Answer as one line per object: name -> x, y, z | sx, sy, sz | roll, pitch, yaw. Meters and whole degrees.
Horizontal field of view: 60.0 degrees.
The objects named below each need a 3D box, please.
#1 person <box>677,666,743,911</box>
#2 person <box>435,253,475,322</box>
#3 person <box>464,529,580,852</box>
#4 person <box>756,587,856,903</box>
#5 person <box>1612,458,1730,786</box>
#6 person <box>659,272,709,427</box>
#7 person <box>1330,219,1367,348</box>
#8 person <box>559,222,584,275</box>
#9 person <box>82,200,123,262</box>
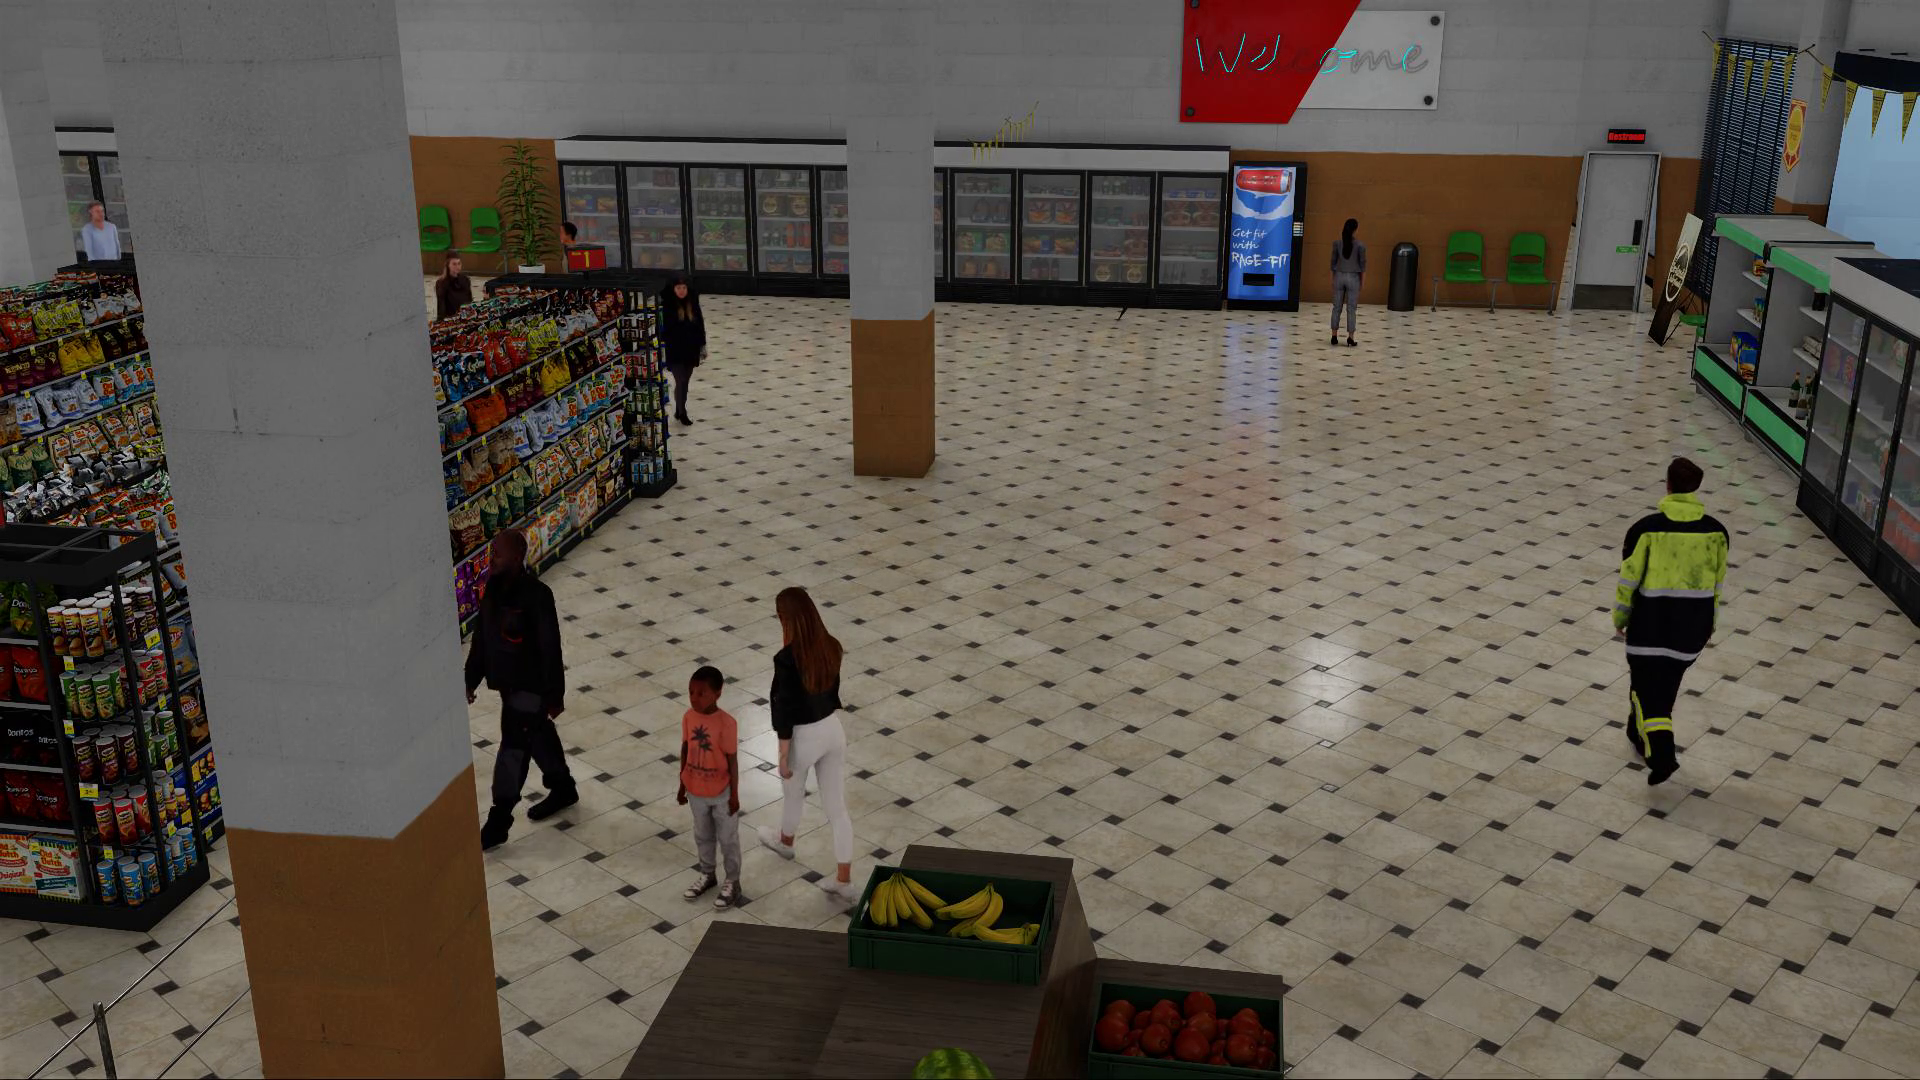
person -> -1.293, 1.266, 8.691 | 0.548, 1.310, 0.557 | 10, 21, 26
person -> -5.853, -2.478, 19.201 | 0.877, 1.688, 0.875 | 14, 23, 36
person -> -2.378, 0.778, 9.375 | 1.080, 1.798, 1.240 | 17, 25, 41
person -> -0.709, 1.100, 8.646 | 1.076, 1.653, 1.115 | -15, 24, -37
person -> 4.231, 0.520, 9.907 | 0.904, 1.947, 1.241 | 0, 19, 0
person -> -3.069, -2.086, 18.090 | 0.899, 1.656, 0.956 | -14, 23, -37
person -> 5.102, -3.398, 21.948 | 0.699, 1.678, 0.695 | 10, 21, 28
person -> -4.703, -3.060, 20.751 | 0.923, 1.801, 0.905 | -6, 19, -17
person -> -11.422, -3.570, 22.154 | 0.878, 1.872, 0.816 | 13, 23, 34
